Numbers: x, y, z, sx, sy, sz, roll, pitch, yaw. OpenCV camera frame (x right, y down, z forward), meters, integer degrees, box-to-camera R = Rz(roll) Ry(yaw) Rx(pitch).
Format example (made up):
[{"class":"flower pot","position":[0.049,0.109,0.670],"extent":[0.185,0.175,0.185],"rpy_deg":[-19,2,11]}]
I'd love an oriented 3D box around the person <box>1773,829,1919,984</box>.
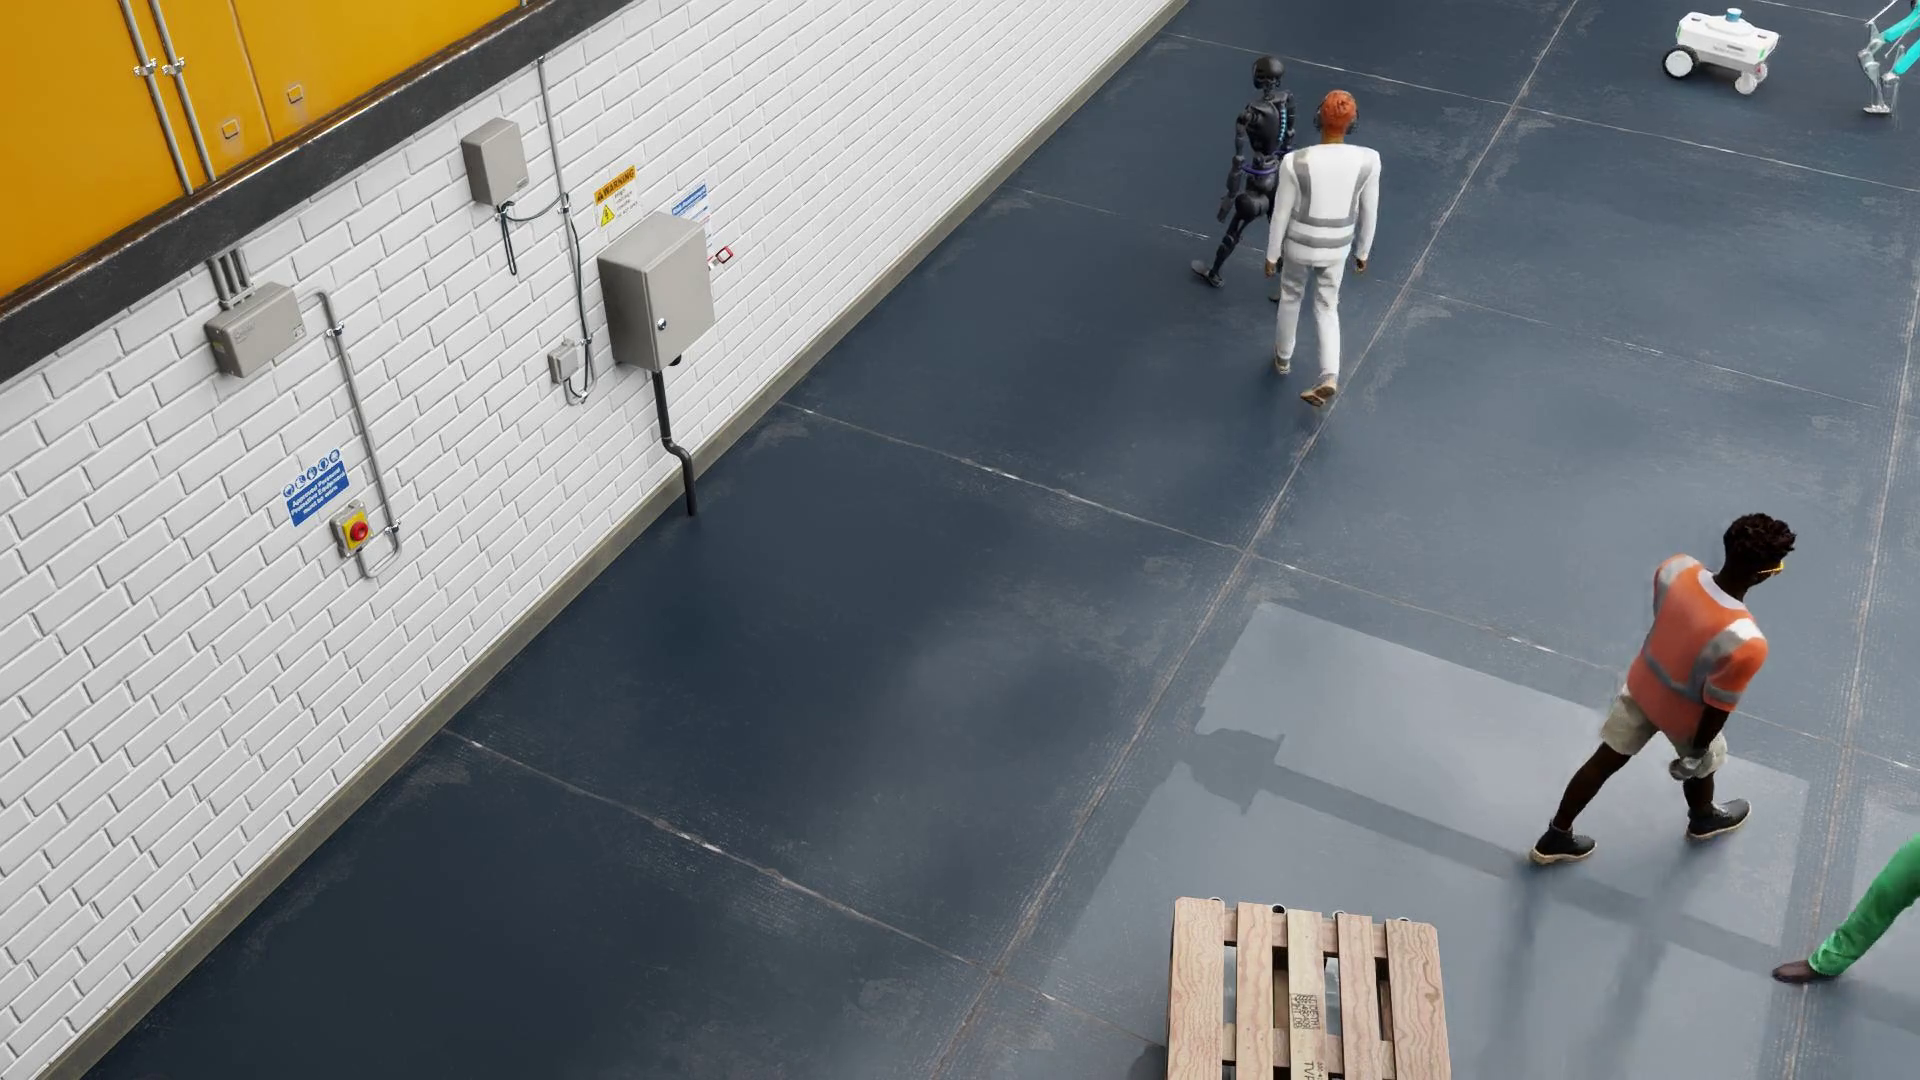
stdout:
[{"class":"person","position":[3.903,1.168,6.319],"extent":[0.956,1.796,0.522],"rpy_deg":[-4,41,-4]}]

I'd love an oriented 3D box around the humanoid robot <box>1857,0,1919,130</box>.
[{"class":"humanoid robot","position":[6.994,-3.854,12.231],"extent":[0.689,1.872,0.537],"rpy_deg":[-1,41,-2]}]

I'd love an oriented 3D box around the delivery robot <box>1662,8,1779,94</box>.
[{"class":"delivery robot","position":[6.024,-3.902,13.128],"extent":[0.759,0.575,0.499],"rpy_deg":[27,48,28]}]

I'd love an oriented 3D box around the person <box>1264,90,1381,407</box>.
[{"class":"person","position":[2.070,-1.637,9.526],"extent":[0.595,1.854,0.795],"rpy_deg":[1,41,1]}]

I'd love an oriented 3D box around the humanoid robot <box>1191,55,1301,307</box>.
[{"class":"humanoid robot","position":[1.887,-2.233,10.386],"extent":[0.591,1.625,0.787],"rpy_deg":[-31,49,-31]}]

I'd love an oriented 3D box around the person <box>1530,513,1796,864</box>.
[{"class":"person","position":[2.995,0.636,6.849],"extent":[1.044,1.907,0.599],"rpy_deg":[-14,43,-16]}]
